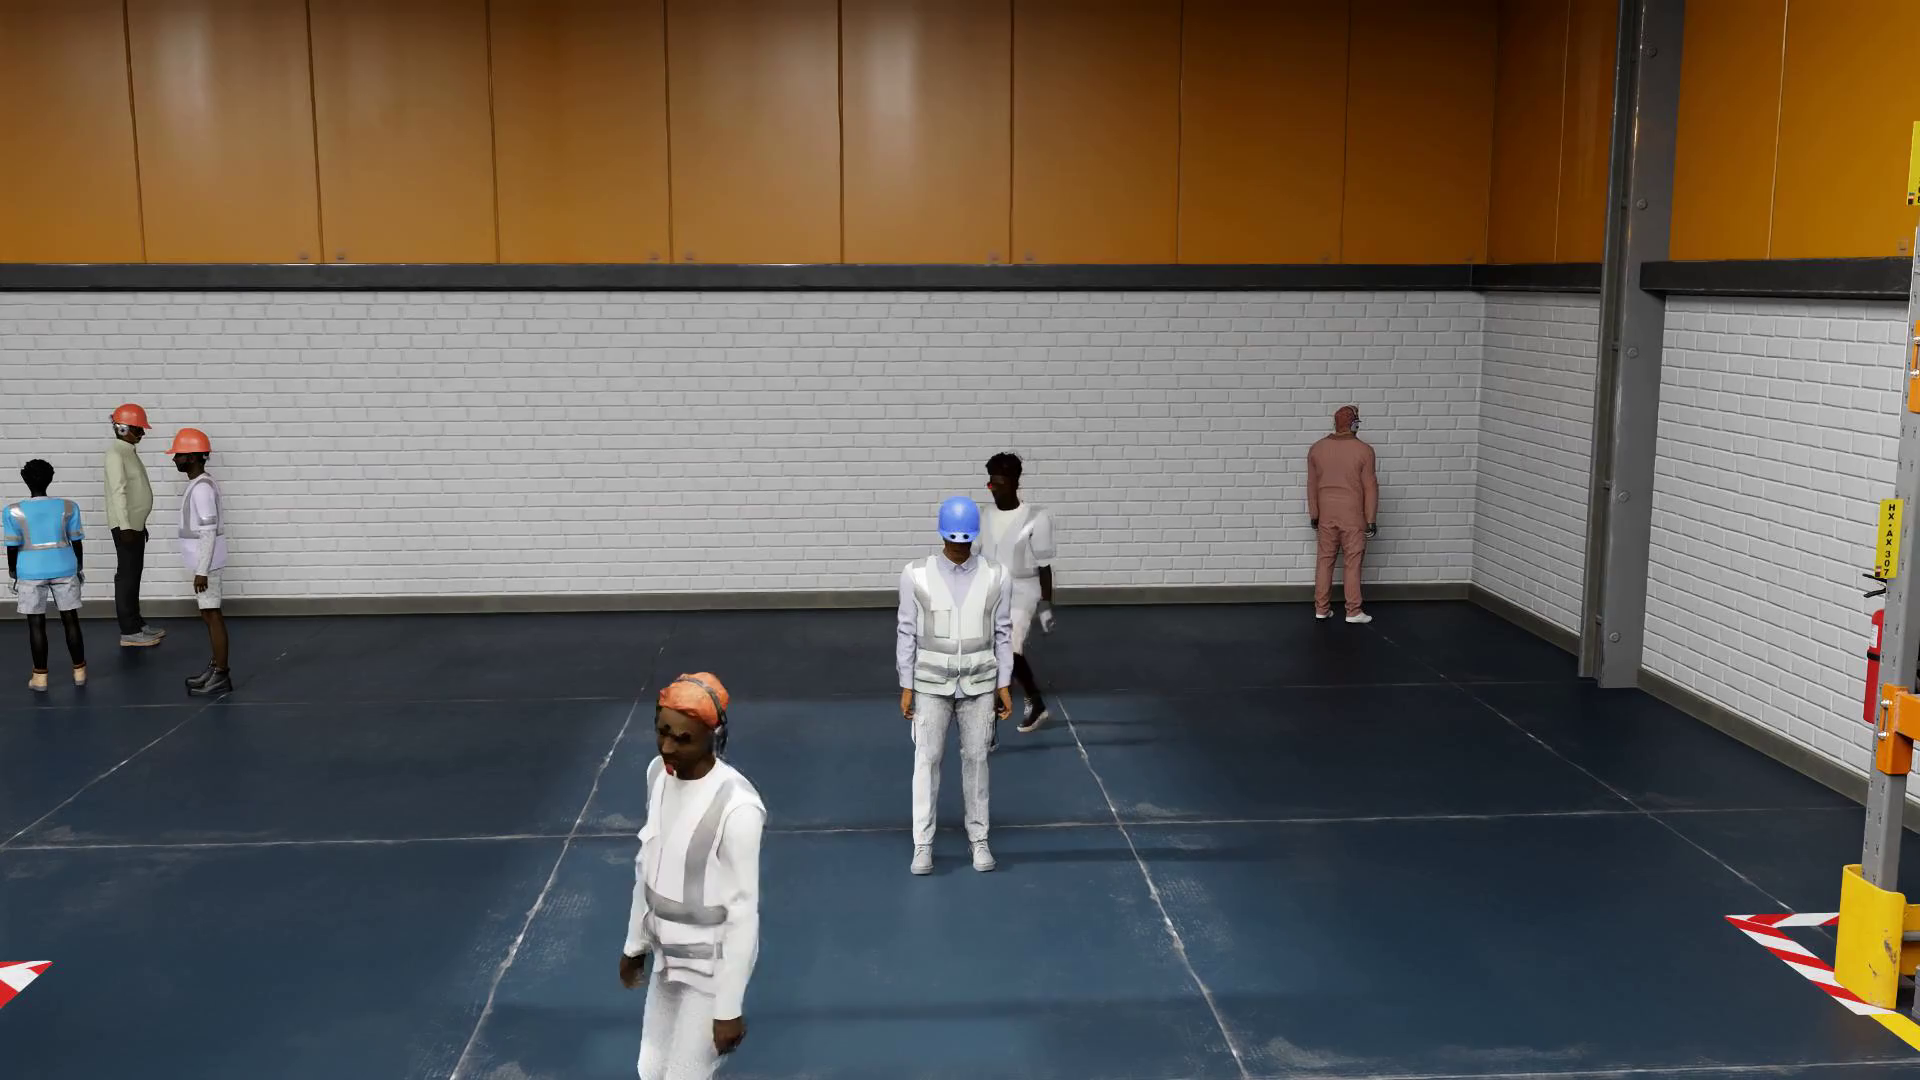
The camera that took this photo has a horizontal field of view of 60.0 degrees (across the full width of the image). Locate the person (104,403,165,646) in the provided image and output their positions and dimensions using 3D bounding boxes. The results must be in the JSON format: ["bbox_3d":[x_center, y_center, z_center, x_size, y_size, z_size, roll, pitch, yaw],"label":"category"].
[{"bbox_3d":[-6.811,-0.129,13.698,0.393,1.986,0.610,-3,9,-17],"label":"person"}]

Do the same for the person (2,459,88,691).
[{"bbox_3d":[-6.699,0.254,12.198,0.538,1.695,0.319,-8,12,-40],"label":"person"}]

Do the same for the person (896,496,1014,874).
[{"bbox_3d":[-0.022,0.731,8.450,0.602,1.938,0.400,-1,9,-8],"label":"person"}]

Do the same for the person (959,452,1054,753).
[{"bbox_3d":[0.307,0.373,10.779,0.624,1.917,1.019,7,11,38],"label":"person"}]

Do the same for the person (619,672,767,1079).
[{"bbox_3d":[-0.809,1.300,5.078,0.502,1.864,0.625,-7,11,-36],"label":"person"}]

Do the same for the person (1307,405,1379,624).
[{"bbox_3d":[3.356,-0.221,14.523,0.651,1.907,0.409,8,12,39],"label":"person"}]

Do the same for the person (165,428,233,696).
[{"bbox_3d":[-5.500,0.157,12.048,0.360,1.939,0.543,-4,10,-24],"label":"person"}]
